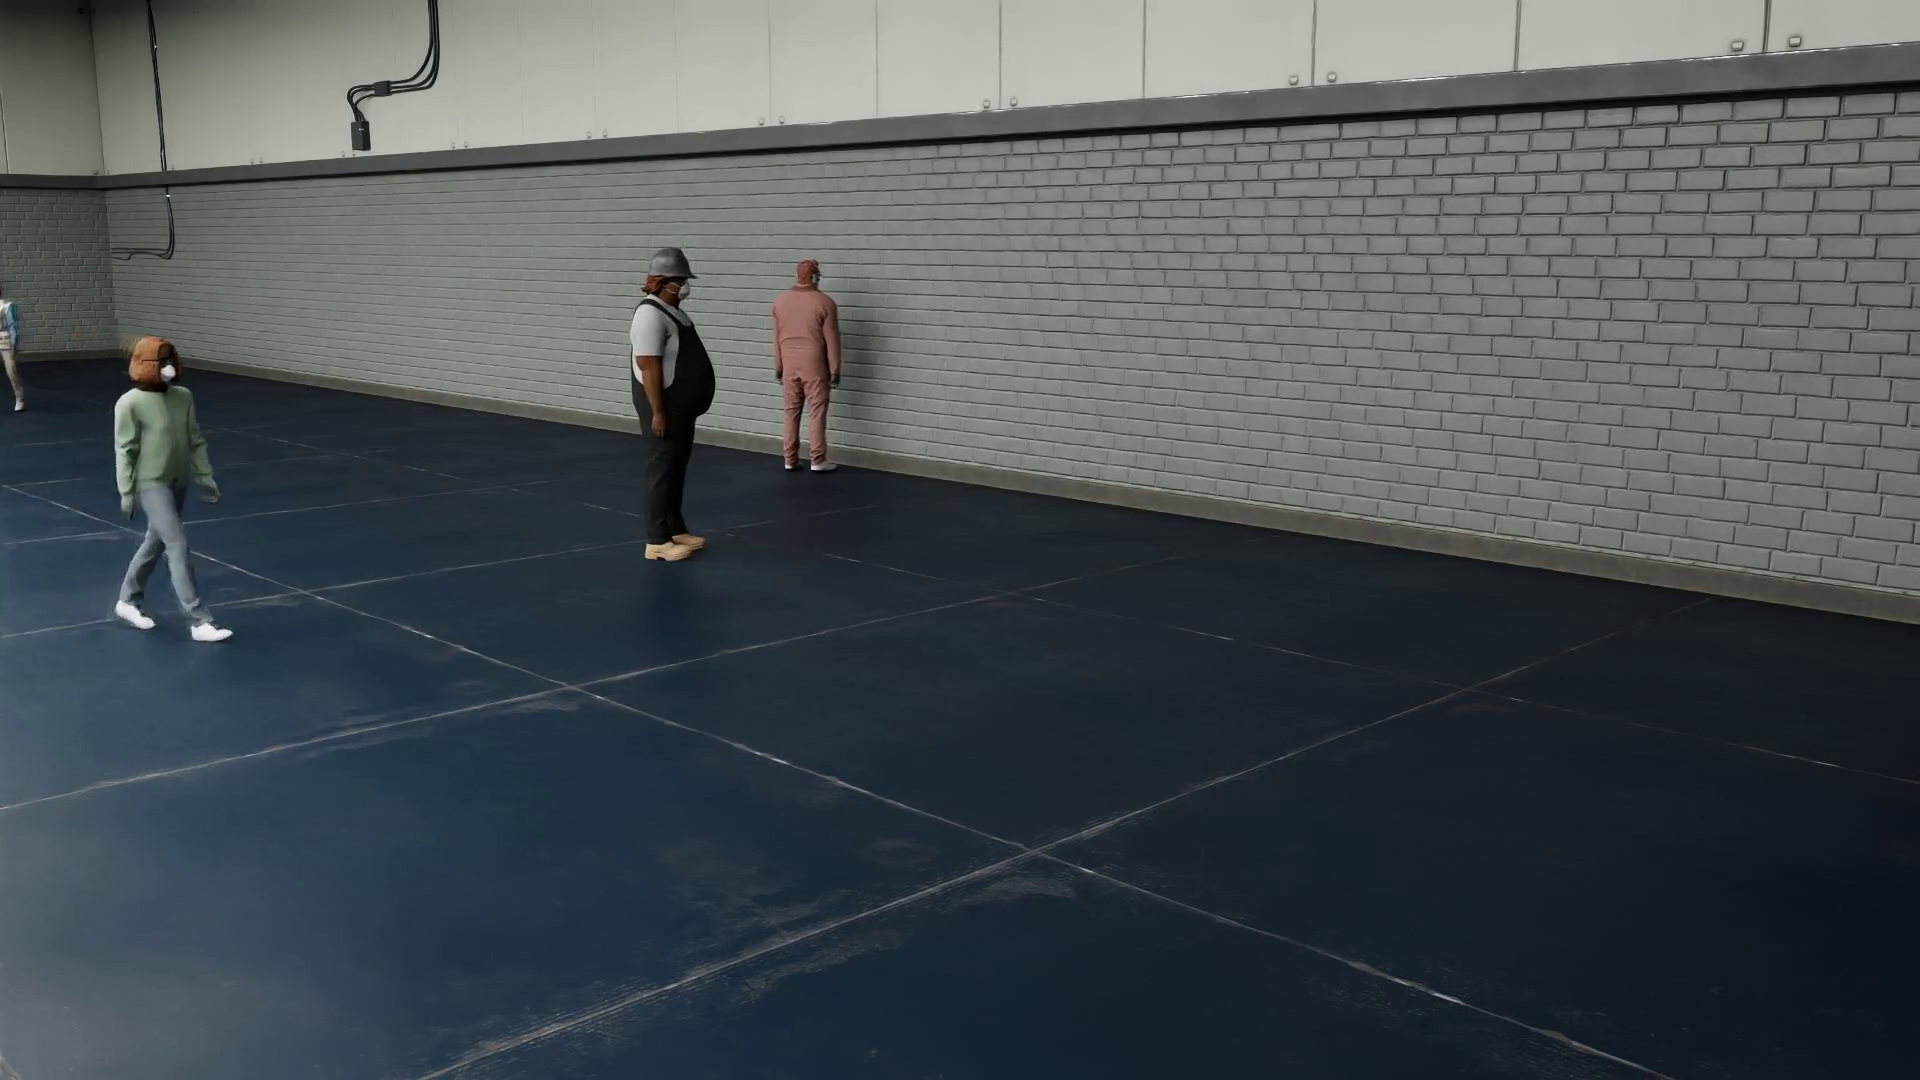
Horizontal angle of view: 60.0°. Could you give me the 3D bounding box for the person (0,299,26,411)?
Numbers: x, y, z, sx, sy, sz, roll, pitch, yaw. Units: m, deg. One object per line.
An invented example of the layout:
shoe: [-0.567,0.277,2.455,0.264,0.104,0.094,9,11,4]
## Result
person: [-11.462,-2.308,19.825,0.523,1.599,0.849,-1,10,-8]

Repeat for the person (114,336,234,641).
person: [-4.235,-0.282,8.785,0.857,1.594,0.497,3,11,15]

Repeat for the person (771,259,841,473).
person: [-1.369,-1.559,14.933,0.649,1.900,0.397,4,11,21]

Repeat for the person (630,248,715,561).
person: [-1.881,-0.888,10.984,0.535,2.000,0.685,1,10,5]
